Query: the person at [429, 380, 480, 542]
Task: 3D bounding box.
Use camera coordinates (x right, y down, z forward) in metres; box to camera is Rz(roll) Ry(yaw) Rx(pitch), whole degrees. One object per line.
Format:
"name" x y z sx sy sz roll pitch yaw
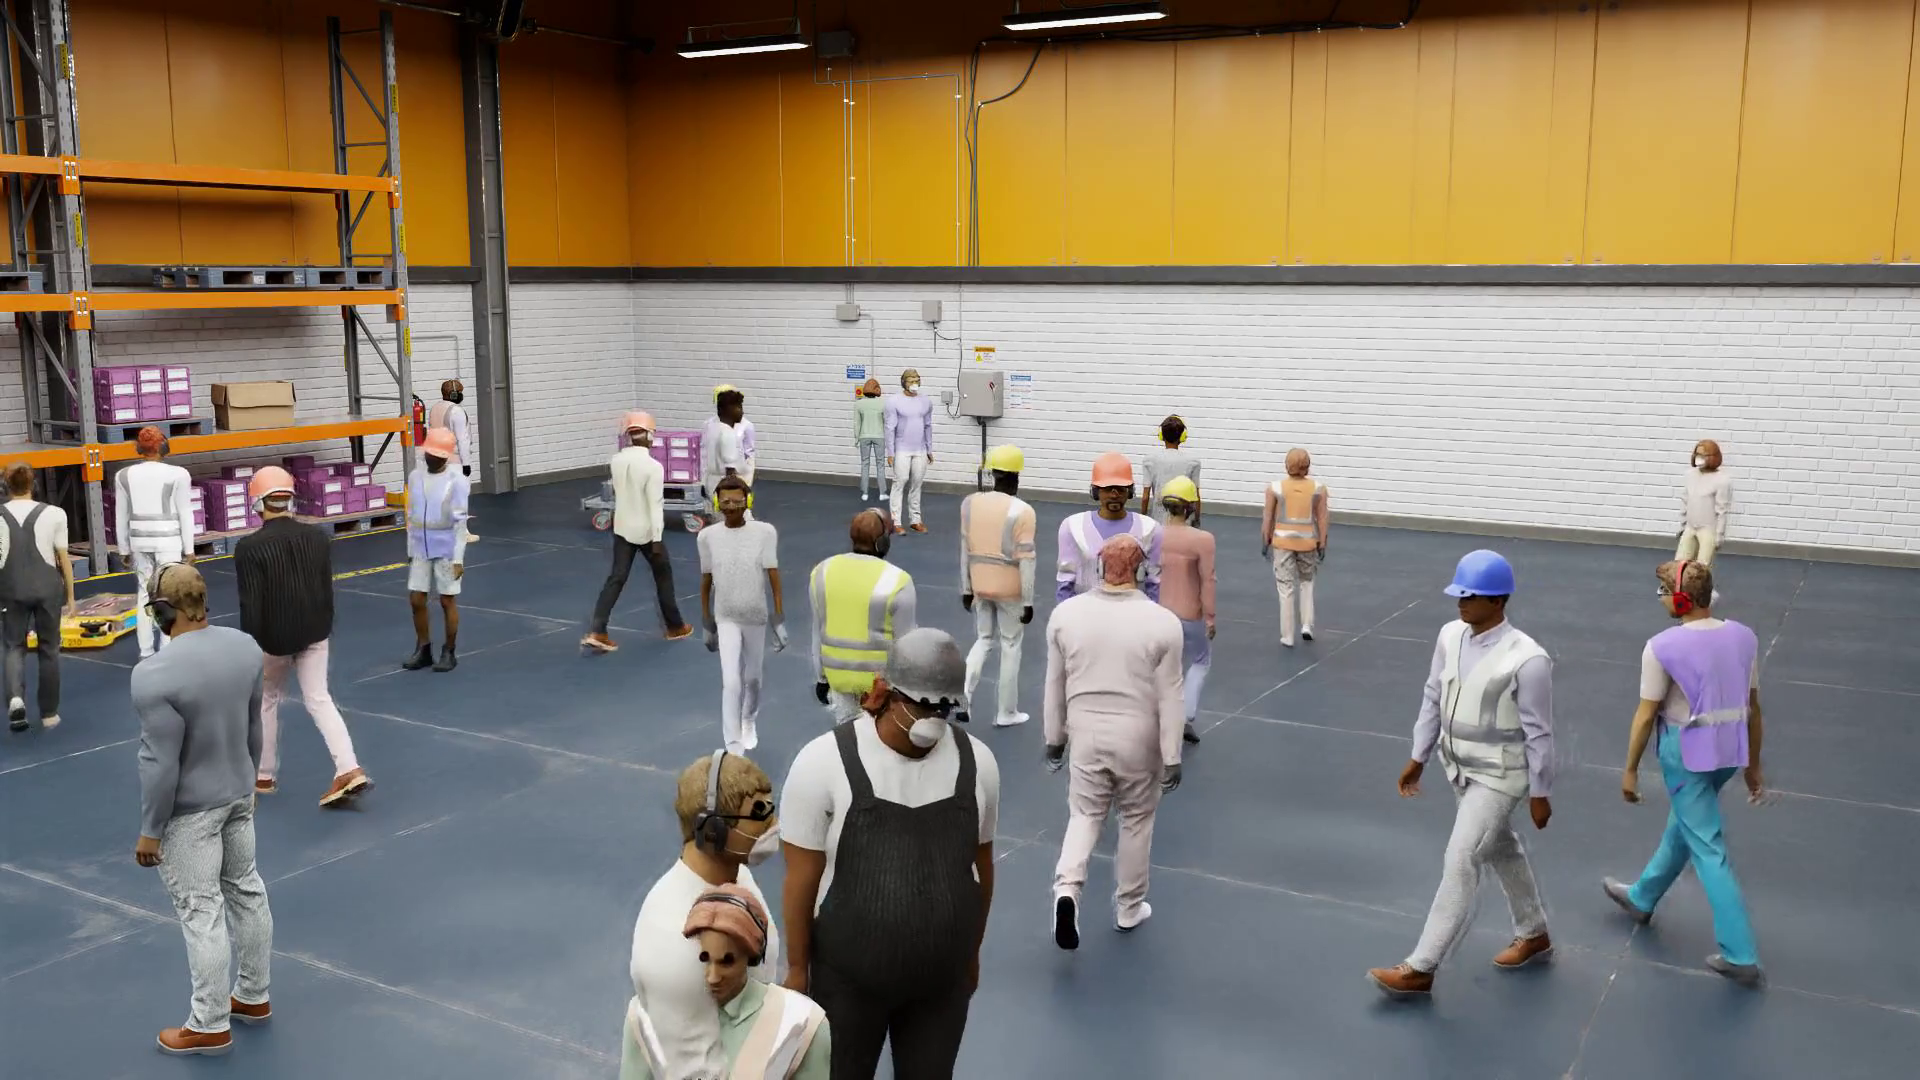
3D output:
"person" -5.721 -0.892 18.810 0.632 1.842 0.429 8 12 41

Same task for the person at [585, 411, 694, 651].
"person" -2.629 -0.070 13.450 0.605 1.938 1.085 6 11 32

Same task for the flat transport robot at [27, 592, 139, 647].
"flat transport robot" -7.245 0.658 14.023 0.652 0.197 1.431 0 9 -2

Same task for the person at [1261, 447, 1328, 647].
"person" 2.717 0.059 13.562 0.517 1.624 0.440 0 9 1

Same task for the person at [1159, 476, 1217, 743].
"person" 1.393 0.464 10.595 0.550 1.748 0.408 5 10 29

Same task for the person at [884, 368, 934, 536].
"person" -0.581 -1.024 19.330 0.629 1.939 0.371 -6 11 -32

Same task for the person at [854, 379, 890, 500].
"person" -1.172 -1.339 22.246 0.500 1.632 0.286 1 9 8

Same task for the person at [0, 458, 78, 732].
"person" -6.093 0.379 10.903 0.522 1.828 0.548 -4 10 -23

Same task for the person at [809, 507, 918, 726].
"person" -0.493 0.741 8.658 0.645 1.828 0.485 5 10 29

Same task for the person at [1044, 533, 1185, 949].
"person" 0.671 0.911 7.465 0.671 1.878 0.756 4 10 22

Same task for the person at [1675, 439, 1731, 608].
"person" 6.429 -0.070 14.358 0.405 1.616 0.520 -3 10 -20

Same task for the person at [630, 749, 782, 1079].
"person" -0.598 1.441 4.048 0.856 1.912 0.634 1 9 8

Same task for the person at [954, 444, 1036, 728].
"person" 0.221 0.324 10.984 0.596 1.912 0.565 6 11 35

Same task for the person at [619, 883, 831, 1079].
"person" -0.550 1.595 3.919 0.511 1.639 0.308 1 9 3

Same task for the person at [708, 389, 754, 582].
"person" -2.148 -0.443 15.637 0.419 1.954 0.632 -4 10 -23

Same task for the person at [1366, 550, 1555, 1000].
"person" 2.191 0.973 7.027 1.019 1.897 0.600 -3 10 -19

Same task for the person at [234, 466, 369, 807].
"person" -3.799 0.549 9.531 0.978 1.947 0.626 8 12 40

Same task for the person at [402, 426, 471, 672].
"person" -3.943 0.080 12.570 0.591 1.898 0.468 3 10 17

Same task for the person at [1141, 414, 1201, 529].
"person" 1.748 -0.109 13.830 0.521 1.873 0.335 2 9 12

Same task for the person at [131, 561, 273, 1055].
"person" -2.956 1.038 6.482 0.372 1.934 0.627 3 9 15

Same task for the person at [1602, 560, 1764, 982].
"person" 3.208 0.973 7.345 0.587 1.782 1.005 -3 10 -21

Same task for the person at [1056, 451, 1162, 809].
"person" 0.846 0.513 9.405 0.605 2.045 0.381 -1 9 -5

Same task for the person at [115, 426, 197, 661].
"person" -6.184 0.062 12.816 0.587 1.865 0.422 0 9 1

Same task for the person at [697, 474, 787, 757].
"person" -1.349 0.480 10.287 0.523 1.833 0.938 -2 9 -10

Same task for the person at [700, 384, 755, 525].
"person" -2.352 -0.612 16.785 0.587 1.929 0.360 3 9 16
